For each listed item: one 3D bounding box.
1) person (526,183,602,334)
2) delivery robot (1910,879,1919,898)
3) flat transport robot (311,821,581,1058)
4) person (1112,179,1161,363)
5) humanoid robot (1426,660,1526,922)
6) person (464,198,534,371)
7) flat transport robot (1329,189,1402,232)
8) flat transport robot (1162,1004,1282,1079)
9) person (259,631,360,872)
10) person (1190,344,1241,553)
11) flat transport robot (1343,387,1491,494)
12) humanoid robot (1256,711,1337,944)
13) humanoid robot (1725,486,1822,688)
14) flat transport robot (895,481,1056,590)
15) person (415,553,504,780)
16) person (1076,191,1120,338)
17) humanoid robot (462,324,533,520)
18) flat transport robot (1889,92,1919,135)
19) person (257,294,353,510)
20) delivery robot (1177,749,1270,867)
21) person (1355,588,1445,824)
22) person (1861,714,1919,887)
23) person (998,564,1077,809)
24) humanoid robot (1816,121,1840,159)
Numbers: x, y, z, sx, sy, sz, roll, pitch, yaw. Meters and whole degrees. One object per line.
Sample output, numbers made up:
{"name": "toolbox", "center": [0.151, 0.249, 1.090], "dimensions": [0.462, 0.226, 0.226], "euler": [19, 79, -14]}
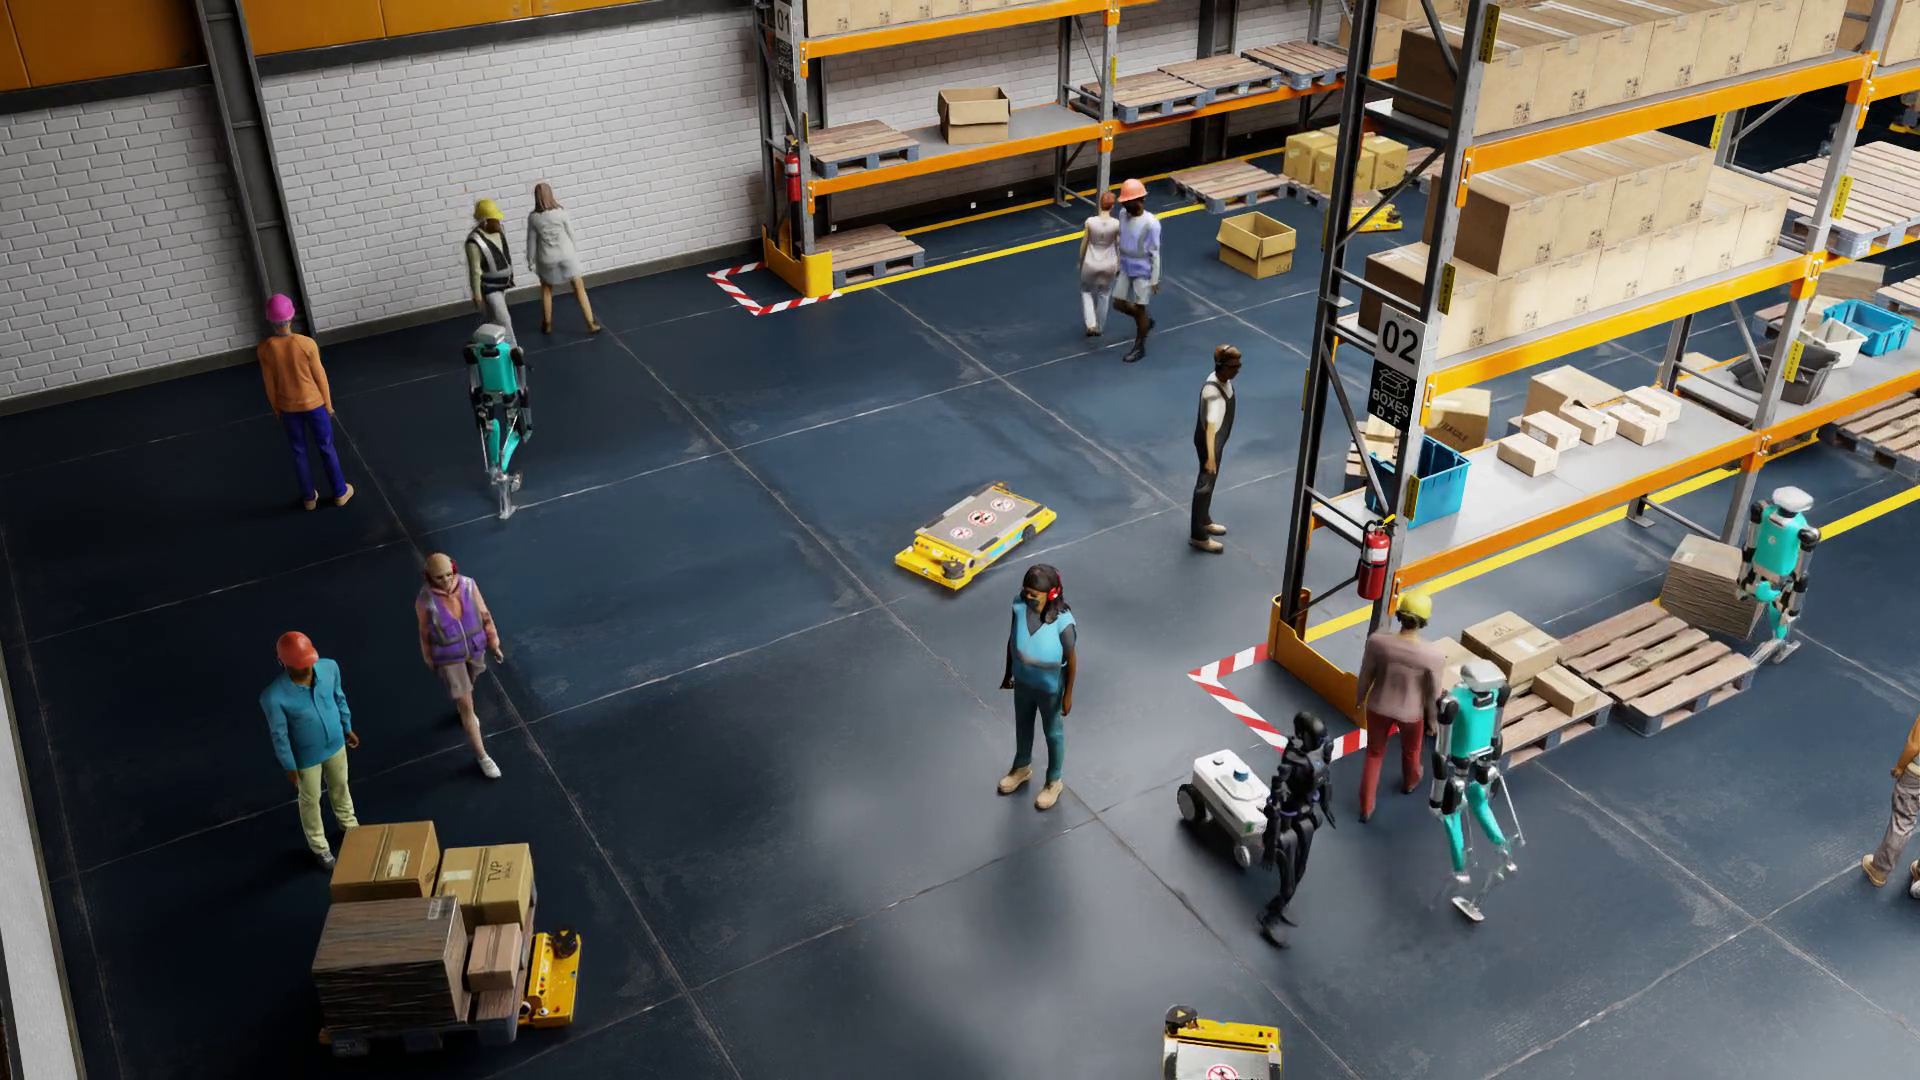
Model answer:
{"name": "person", "center": [-4.200, -2.930, 17.464], "dimensions": [0.671, 1.644, 0.431], "euler": [-6, 33, -9]}
{"name": "delivery robot", "center": [6.467, 2.096, 10.476], "dimensions": [0.784, 0.599, 0.499], "euler": [-8, 33, -13]}
{"name": "flat transport robot", "center": [-3.013, 2.635, 9.881], "dimensions": [1.431, 0.231, 0.659], "euler": [-3, 32, -5]}
{"name": "person", "center": [1.819, -2.746, 16.914], "dimensions": [0.509, 1.916, 0.615], "euler": [-25, 40, -34]}
{"name": "humanoid robot", "center": [3.197, 1.627, 10.124], "dimensions": [0.552, 1.793, 0.760], "euler": [-16, 36, -24]}
{"name": "person", "center": [-4.769, -2.612, 16.823], "dimensions": [0.841, 1.808, 0.607], "euler": [10, 33, 15]}
{"name": "flat transport robot", "center": [4.944, -4.207, 20.793], "dimensions": [0.659, 0.231, 1.431], "euler": [-6, 33, -9]}
{"name": "flat transport robot", "center": [1.414, 3.164, 9.039], "dimensions": [0.659, 0.231, 1.431], "euler": [4, 32, 7]}
{"name": "person", "center": [-4.082, 1.308, 10.598], "dimensions": [0.335, 1.752, 0.563], "euler": [19, 37, 28]}
{"name": "person", "center": [2.124, -0.787, 13.859], "dimensions": [0.349, 1.842, 0.504], "euler": [9, 33, 14]}
{"name": "flat transport robot", "center": [4.027, -0.419, 14.752], "dimensions": [0.659, 0.231, 1.431], "euler": [9, 33, 14]}
{"name": "humanoid robot", "center": [2.038, 1.701, 10.048], "dimensions": [0.612, 1.658, 0.311], "euler": [-25, 40, -34]}
{"name": "humanoid robot", "center": [6.130, 0.324, 12.228], "dimensions": [1.006, 1.769, 0.530], "euler": [-16, 36, -24]}
{"name": "flat transport robot", "center": [0.148, -0.058, 14.177], "dimensions": [0.659, 0.231, 1.431], "euler": [22, 38, 31]}
{"name": "person", "center": [-3.464, 0.776, 11.539], "dimensions": [0.480, 1.645, 0.896], "euler": [-25, 40, -34]}
{"name": "person", "center": [1.458, -2.857, 17.335], "dimensions": [0.485, 1.640, 0.460], "euler": [1, 32, 2]}
{"name": "humanoid robot", "center": [-3.952, -0.949, 14.207], "dimensions": [0.540, 1.732, 0.982], "euler": [4, 32, 6]}
{"name": "flat transport robot", "center": [13.836, -5.698, 23.172], "dimensions": [0.659, 0.231, 1.431], "euler": [-26, 40, -35]}
{"name": "person", "center": [-5.680, -1.179, 14.352], "dimensions": [0.505, 1.986, 0.381], "euler": [-6, 33, -9]}
{"name": "delivery robot", "center": [1.833, 1.738, 11.057], "dimensions": [0.499, 0.609, 0.805], "euler": [-14, 35, -21]}
{"name": "person", "center": [2.909, 1.055, 11.015], "dimensions": [0.567, 1.730, 0.606], "euler": [15, 35, 22]}
{"name": "person", "center": [6.076, 1.449, 10.352], "dimensions": [0.460, 1.778, 0.306], "euler": [8, 33, 12]}
{"name": "person", "center": [0.531, 0.948, 11.067], "dimensions": [0.541, 1.865, 0.372], "euler": [21, 38, 29]}
{"name": "humanoid robot", "center": [9.919, -3.997, 19.134], "dimensions": [0.376, 1.651, 0.583], "euler": [-3, 32, -5]}
